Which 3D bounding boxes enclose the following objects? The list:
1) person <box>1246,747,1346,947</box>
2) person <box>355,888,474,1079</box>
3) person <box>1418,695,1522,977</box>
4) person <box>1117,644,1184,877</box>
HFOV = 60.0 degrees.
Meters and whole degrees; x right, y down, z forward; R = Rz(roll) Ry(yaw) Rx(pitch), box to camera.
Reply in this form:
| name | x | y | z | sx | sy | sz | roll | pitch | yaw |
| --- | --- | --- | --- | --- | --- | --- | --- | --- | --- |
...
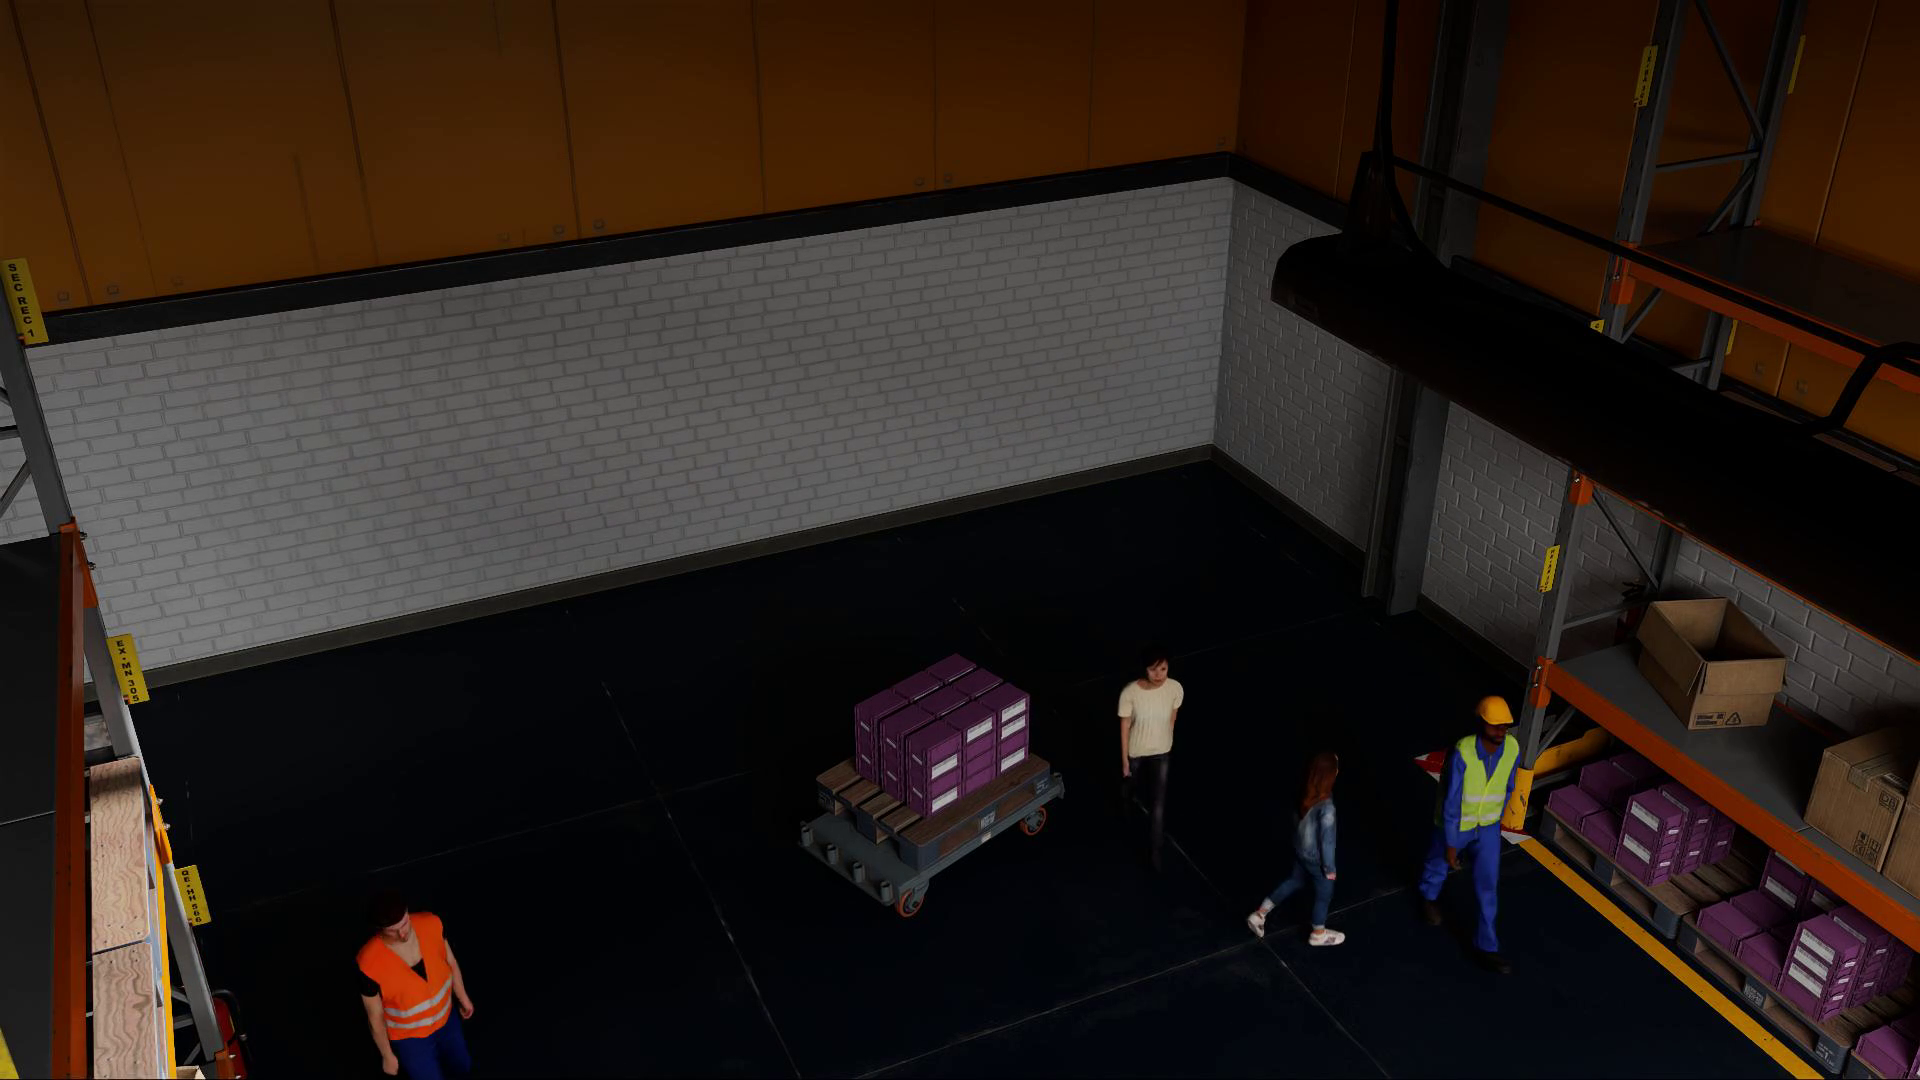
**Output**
| name | x | y | z | sx | sy | sz | roll | pitch | yaw |
| --- | --- | --- | --- | --- | --- | --- | --- | --- | --- |
| person | 2.058 | 1.873 | 9.975 | 0.722 | 1.461 | 0.834 | -7 | 29 | -13 |
| person | -2.821 | 2.432 | 8.535 | 1.027 | 1.858 | 0.932 | 19 | 34 | 31 |
| person | 3.025 | 1.663 | 10.038 | 0.900 | 1.769 | 1.227 | -4 | 29 | -7 |
| person | 1.189 | 1.336 | 10.870 | 0.848 | 1.545 | 1.111 | -2 | 29 | -4 |
